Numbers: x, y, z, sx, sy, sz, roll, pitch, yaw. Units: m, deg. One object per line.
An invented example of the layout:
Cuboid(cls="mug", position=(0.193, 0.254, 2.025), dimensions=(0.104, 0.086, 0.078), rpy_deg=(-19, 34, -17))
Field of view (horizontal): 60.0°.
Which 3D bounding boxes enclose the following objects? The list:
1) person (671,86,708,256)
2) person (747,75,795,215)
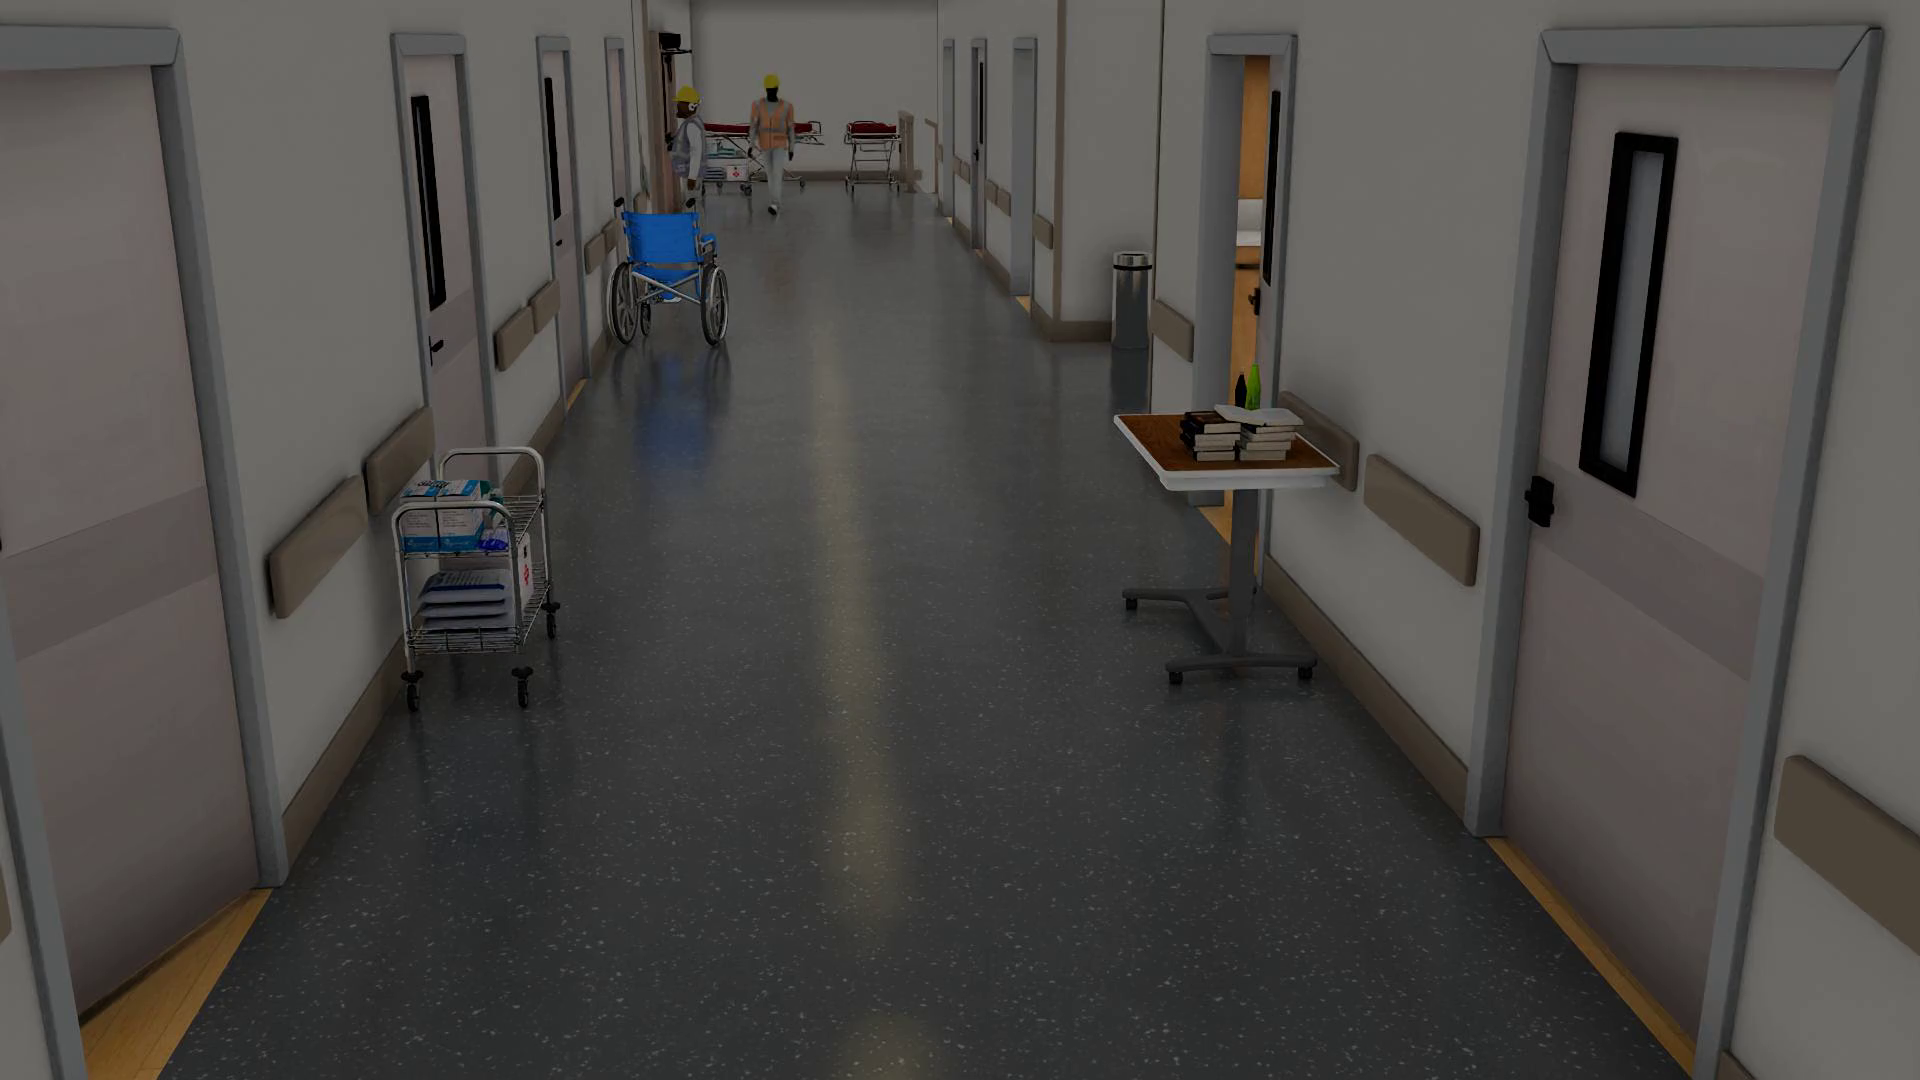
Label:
Cuboid(cls="person", position=(-2.985, -4.063, 18.379), dimensions=(0.404, 1.835, 0.600), rpy_deg=(-3, 17, -10))
Cuboid(cls="person", position=(-2.591, -5.452, 22.966), dimensions=(0.605, 1.873, 1.016), rpy_deg=(2, 17, 6))
